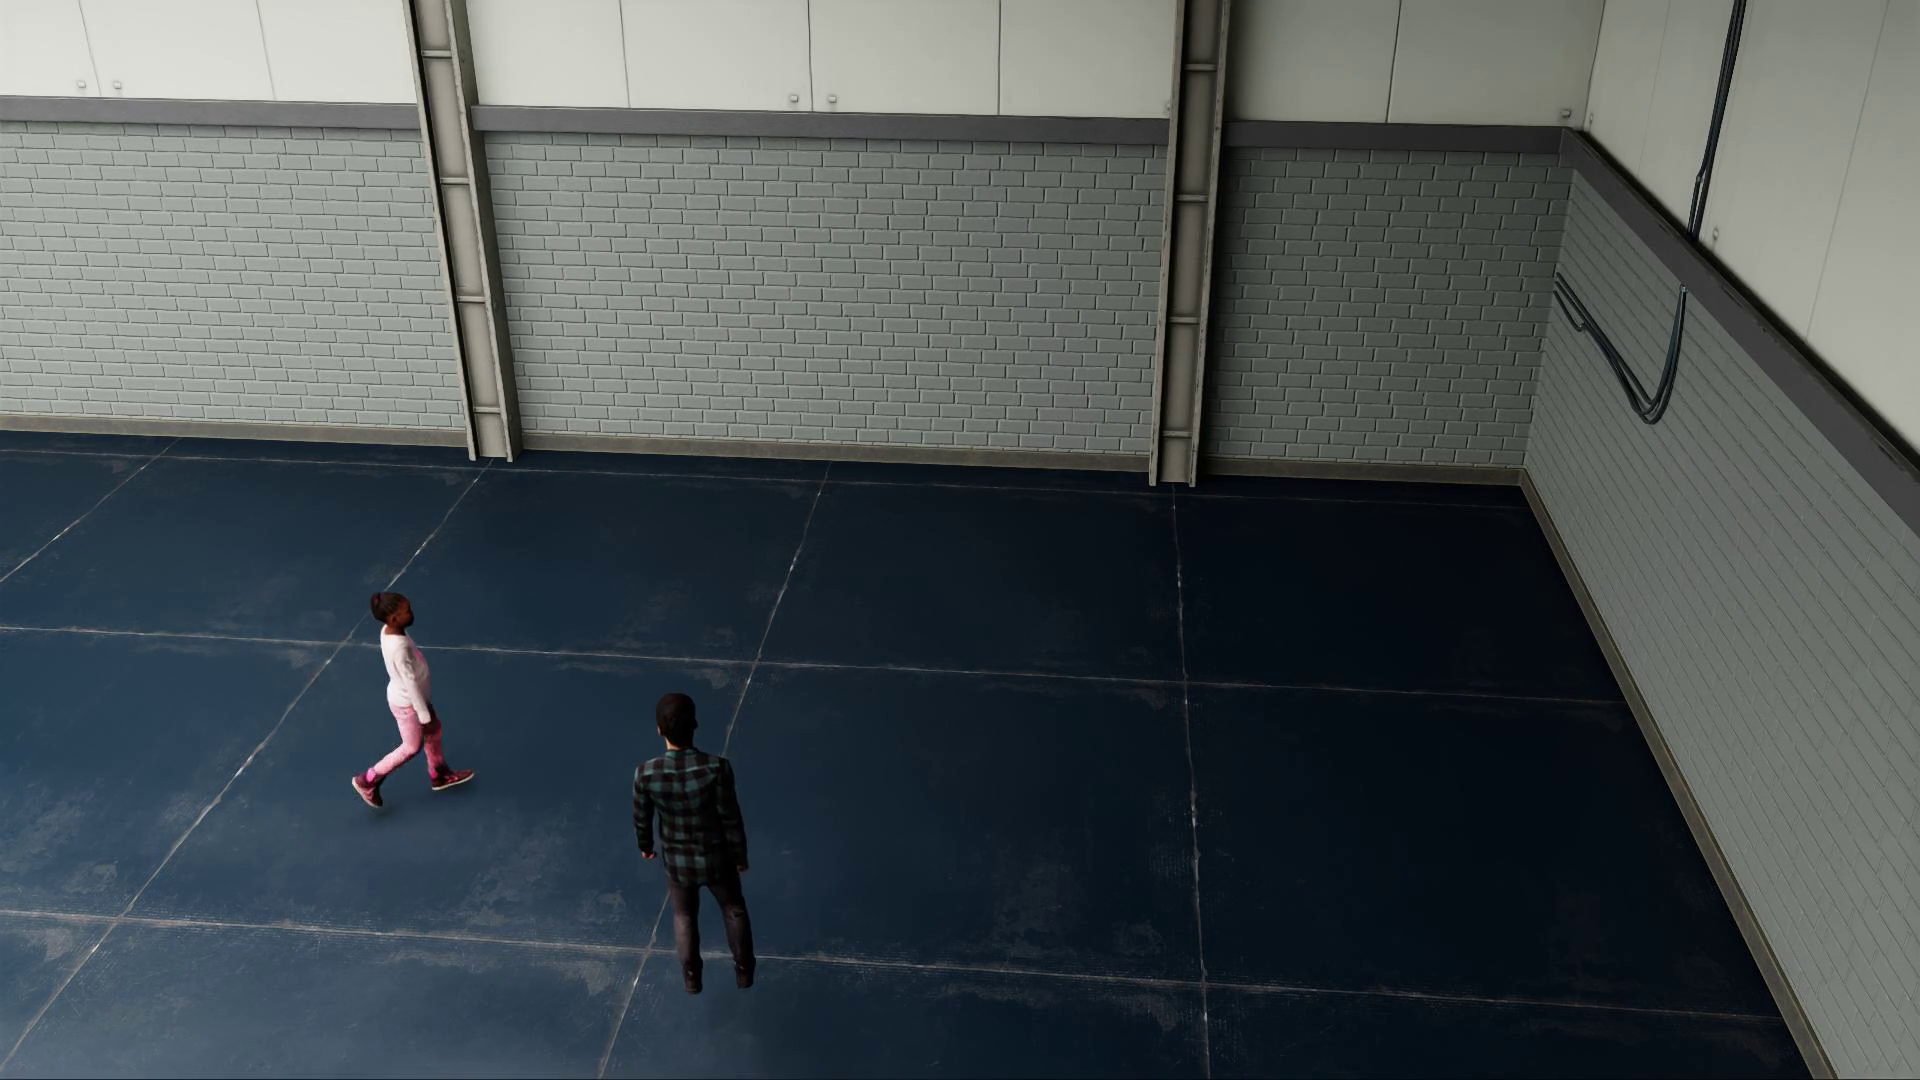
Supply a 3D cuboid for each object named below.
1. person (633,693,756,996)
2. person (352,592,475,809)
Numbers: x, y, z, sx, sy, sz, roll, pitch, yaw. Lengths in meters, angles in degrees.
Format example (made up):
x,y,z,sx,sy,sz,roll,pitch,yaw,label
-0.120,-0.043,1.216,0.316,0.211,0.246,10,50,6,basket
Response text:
x,y,z,sx,sy,sz,roll,pitch,yaw,label
-1.280,1.510,8.024,0.590,1.706,0.786,-1,27,-1,person
-3.357,0.965,9.927,1.002,1.426,0.795,-10,29,-19,person
